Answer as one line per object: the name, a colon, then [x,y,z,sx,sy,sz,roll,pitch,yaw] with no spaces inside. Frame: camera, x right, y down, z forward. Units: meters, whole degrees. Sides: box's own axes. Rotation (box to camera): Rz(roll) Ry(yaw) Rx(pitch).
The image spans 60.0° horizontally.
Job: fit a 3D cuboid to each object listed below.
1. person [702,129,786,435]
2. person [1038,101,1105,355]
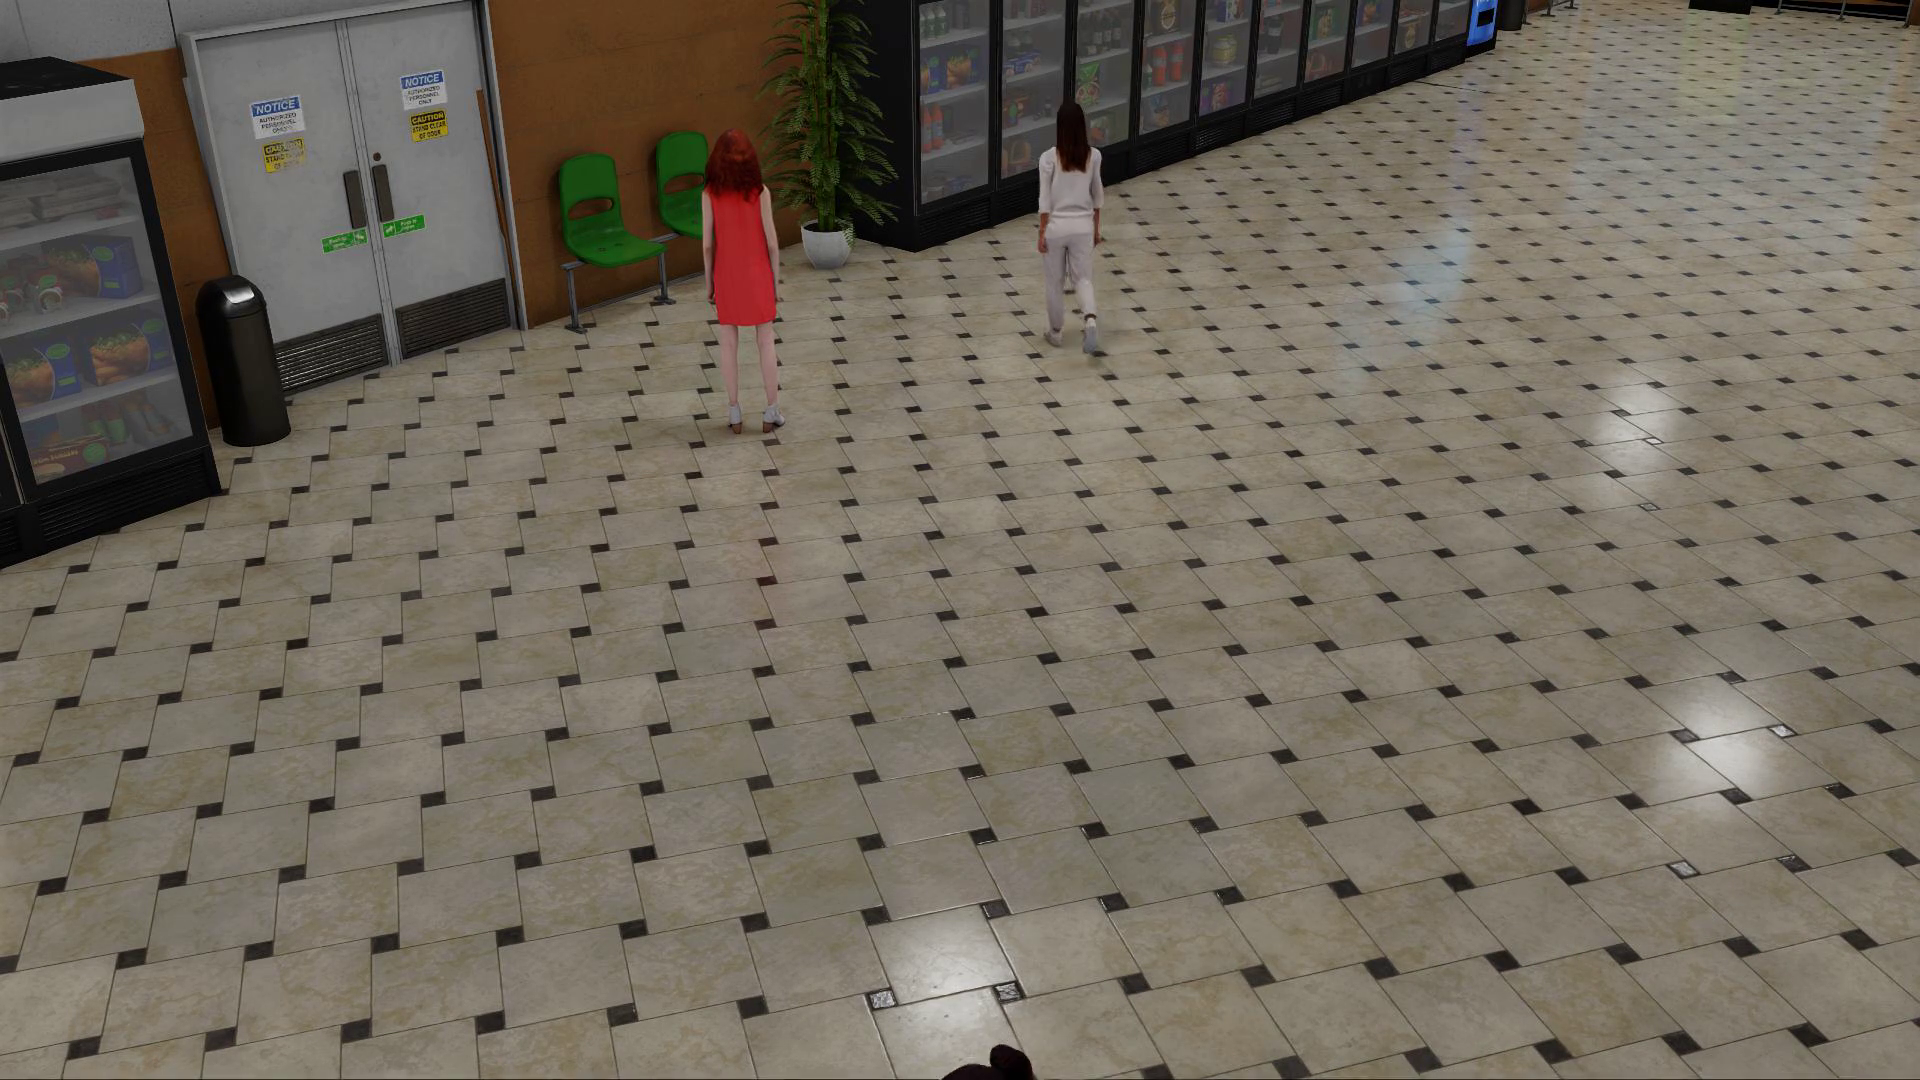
person: [-1.282,-1.505,9.810,0.640,1.827,0.728,1,27,2]
person: [0.742,-2.036,11.027,0.912,1.673,1.040,-8,28,-15]
